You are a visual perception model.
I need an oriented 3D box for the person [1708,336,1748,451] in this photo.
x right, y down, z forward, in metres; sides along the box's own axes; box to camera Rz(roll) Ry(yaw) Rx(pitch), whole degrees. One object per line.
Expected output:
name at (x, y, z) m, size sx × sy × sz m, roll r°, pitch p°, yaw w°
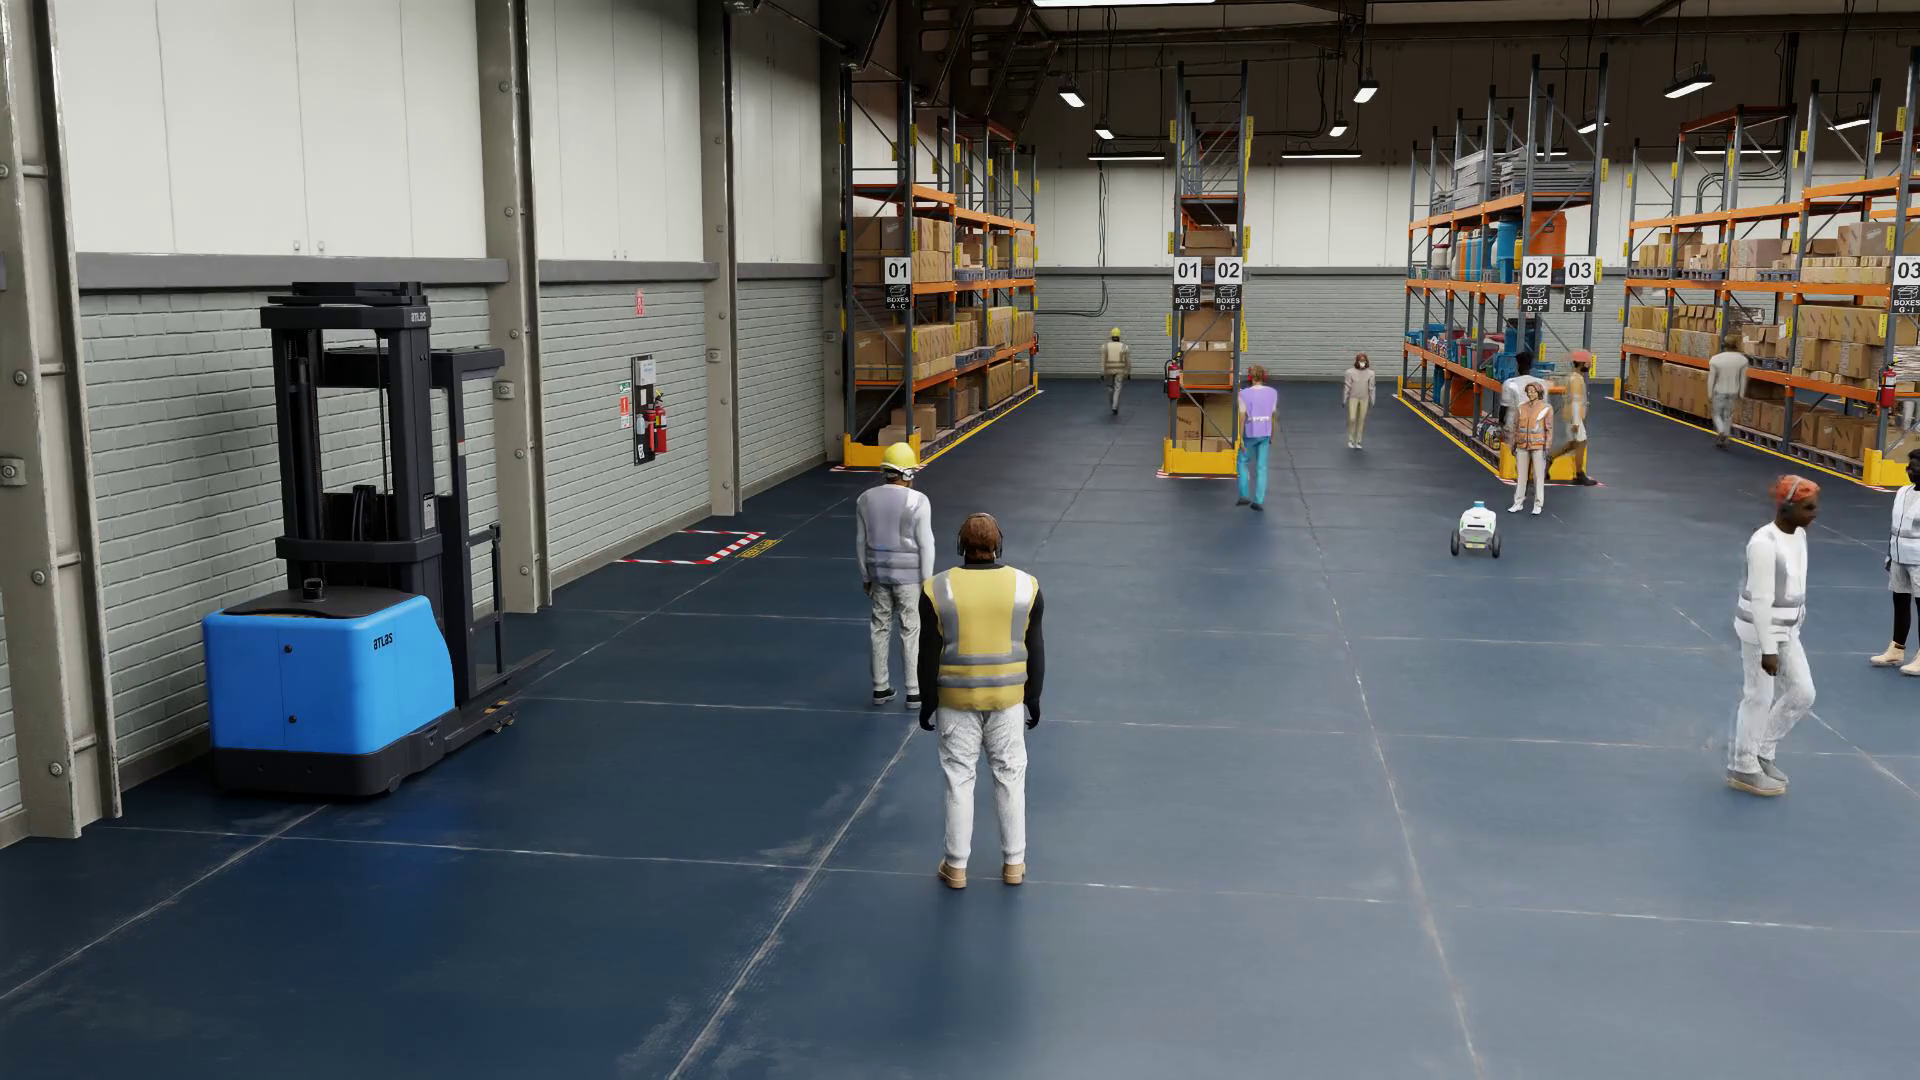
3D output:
person at (12.850, -2.454, 27.861) m, size 0.634 × 1.922 × 0.531 m, roll 1°, pitch 9°, yaw 7°

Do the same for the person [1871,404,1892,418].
person at (19.175, -3.452, 34.370) m, size 0.619 × 1.805 × 0.704 m, roll 1°, pitch 9°, yaw 8°

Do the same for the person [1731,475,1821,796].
person at (4.643, 0.549, 9.498) m, size 0.599 × 1.867 × 0.420 m, roll -7°, pitch 12°, yaw -39°

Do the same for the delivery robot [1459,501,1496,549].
delivery robot at (5.550, -0.171, 17.818) m, size 0.477 × 0.478 × 0.707 m, roll 3°, pitch 10°, yaw 20°

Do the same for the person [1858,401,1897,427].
person at (17.980, -3.218, 32.368) m, size 0.646 × 1.987 × 1.048 m, roll 0°, pitch 9°, yaw 0°

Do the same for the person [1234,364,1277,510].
person at (3.734, -1.310, 21.114) m, size 0.576 × 1.823 × 0.580 m, roll -2°, pitch 9°, yaw -13°

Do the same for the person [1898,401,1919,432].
person at (15.665, -2.313, 27.223) m, size 0.597 × 1.839 × 0.825 m, roll 7°, pitch 11°, yaw 36°

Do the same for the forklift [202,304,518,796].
forklift at (-3.673, -0.038, 10.147) m, size 1.129 × 2.768 × 1.873 m, roll 1°, pitch 9°, yaw 9°

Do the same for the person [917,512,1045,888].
person at (0.098, 0.780, 8.168) m, size 0.634 × 1.841 × 0.429 m, roll -1°, pitch 9°, yaw -8°

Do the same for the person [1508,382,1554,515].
person at (7.092, -1.142, 20.637) m, size 0.514 × 1.642 × 0.310 m, roll 9°, pitch 13°, yaw 43°

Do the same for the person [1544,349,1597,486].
person at (8.620, -1.735, 23.494) m, size 0.733 × 1.915 × 0.563 m, roll 3°, pitch 10°, yaw 16°

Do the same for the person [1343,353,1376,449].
person at (6.757, -2.343, 28.086) m, size 0.536 × 1.613 × 0.534 m, roll 0°, pitch 9°, yaw 0°

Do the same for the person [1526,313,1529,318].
person at (13.657, -4.503, 40.311) m, size 0.616 × 1.986 × 0.407 m, roll -4°, pitch 10°, yaw -23°

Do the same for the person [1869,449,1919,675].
person at (7.164, 0.151, 12.489) m, size 0.318 × 1.699 × 0.535 m, roll -2°, pitch 9°, yaw -10°

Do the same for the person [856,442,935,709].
person at (-0.430, 0.238, 11.534) m, size 0.591 × 1.833 × 0.404 m, roll 5°, pitch 11°, yaw 29°

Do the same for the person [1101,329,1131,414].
person at (3.299, -3.558, 35.102) m, size 0.617 × 1.785 × 0.920 m, roll 3°, pitch 10°, yaw 18°

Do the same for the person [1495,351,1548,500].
person at (7.437, -1.533, 22.118) m, size 0.609 × 1.937 × 0.764 m, roll -1°, pitch 9°, yaw -3°
